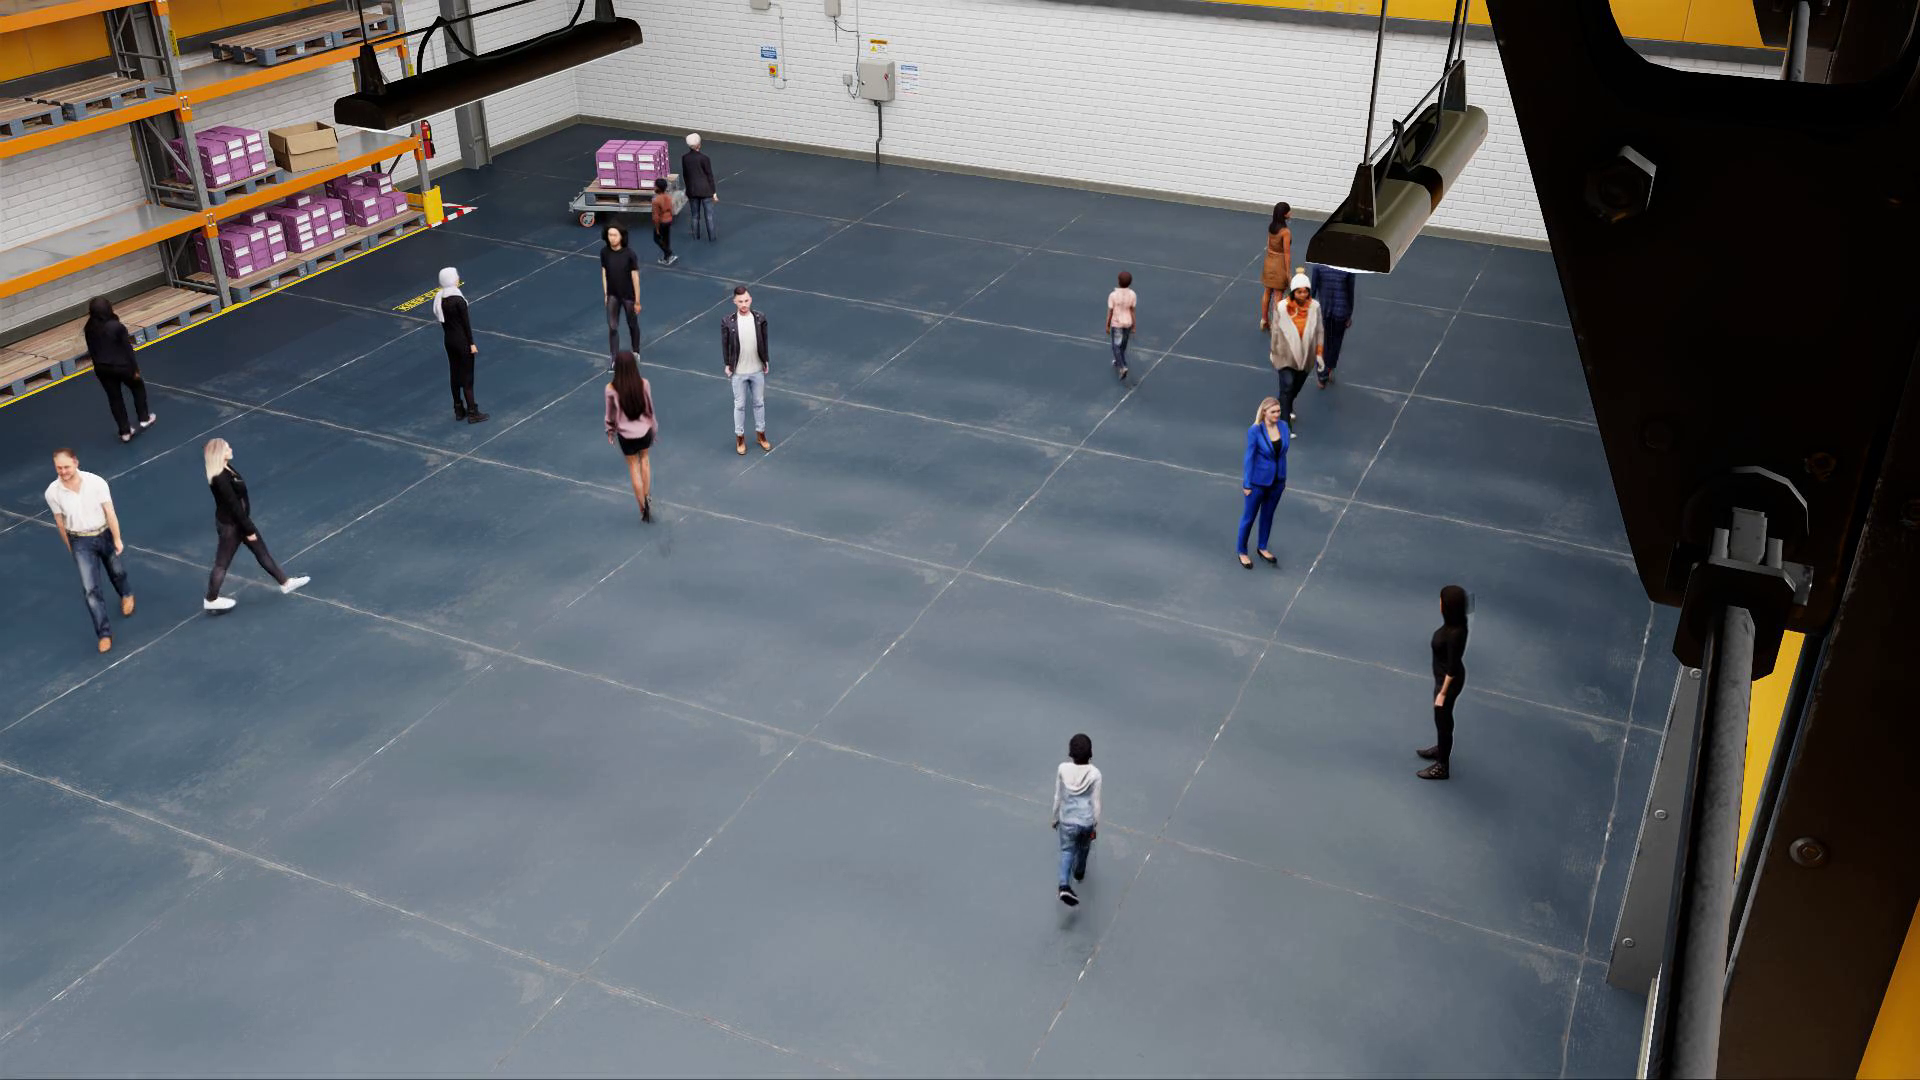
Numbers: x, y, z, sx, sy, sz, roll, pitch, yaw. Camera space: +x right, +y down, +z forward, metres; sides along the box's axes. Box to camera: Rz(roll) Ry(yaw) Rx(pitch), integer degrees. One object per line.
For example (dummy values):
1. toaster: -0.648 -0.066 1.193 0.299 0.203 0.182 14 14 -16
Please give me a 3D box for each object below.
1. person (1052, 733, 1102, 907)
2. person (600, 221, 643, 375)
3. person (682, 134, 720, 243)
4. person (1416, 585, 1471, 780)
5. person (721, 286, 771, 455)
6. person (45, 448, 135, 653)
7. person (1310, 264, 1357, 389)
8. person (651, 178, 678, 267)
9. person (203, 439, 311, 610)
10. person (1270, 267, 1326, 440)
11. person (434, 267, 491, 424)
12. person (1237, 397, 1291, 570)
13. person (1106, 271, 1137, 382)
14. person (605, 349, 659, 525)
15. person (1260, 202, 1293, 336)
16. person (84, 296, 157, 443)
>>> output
1. person: 0.804 1.958 11.457 0.617 1.227 0.877 5 29 10
2. person: -3.999 -2.957 19.849 0.808 1.818 1.001 6 29 10
3. person: -3.732 -5.030 24.155 0.731 1.778 0.588 11 31 20
4. person: 3.716 1.070 12.652 0.676 1.641 0.489 8 30 15
5. person: -2.281 -1.842 17.787 0.724 1.837 0.786 -10 30 -18
6. person: -7.520 -0.034 14.497 1.186 1.813 1.263 -9 30 -16
7. person: 4.301 -2.625 19.269 0.844 1.791 1.071 5 29 10
8. person: -4.079 -4.398 23.086 0.627 1.249 0.615 18 33 29
9. person: -6.554 -0.081 14.774 1.223 1.630 1.085 -14 31 -23
10. person: 3.671 -2.096 18.247 1.093 1.843 1.287 -3 29 -6
11. person: -5.557 -2.160 18.431 0.643 1.779 0.585 19 34 31
12. person: 2.842 -0.557 15.573 0.684 1.700 0.767 -13 31 -23
13. person: 1.917 -2.528 19.613 0.817 1.293 0.912 -7 29 -13
14. person: -3.156 -0.963 16.219 0.793 1.795 0.853 -10 30 -18
15. person: 3.963 -3.404 20.803 0.679 1.690 0.637 -13 31 -23
16. person: -9.157 -1.816 17.986 0.867 1.599 0.953 -3 29 -5
